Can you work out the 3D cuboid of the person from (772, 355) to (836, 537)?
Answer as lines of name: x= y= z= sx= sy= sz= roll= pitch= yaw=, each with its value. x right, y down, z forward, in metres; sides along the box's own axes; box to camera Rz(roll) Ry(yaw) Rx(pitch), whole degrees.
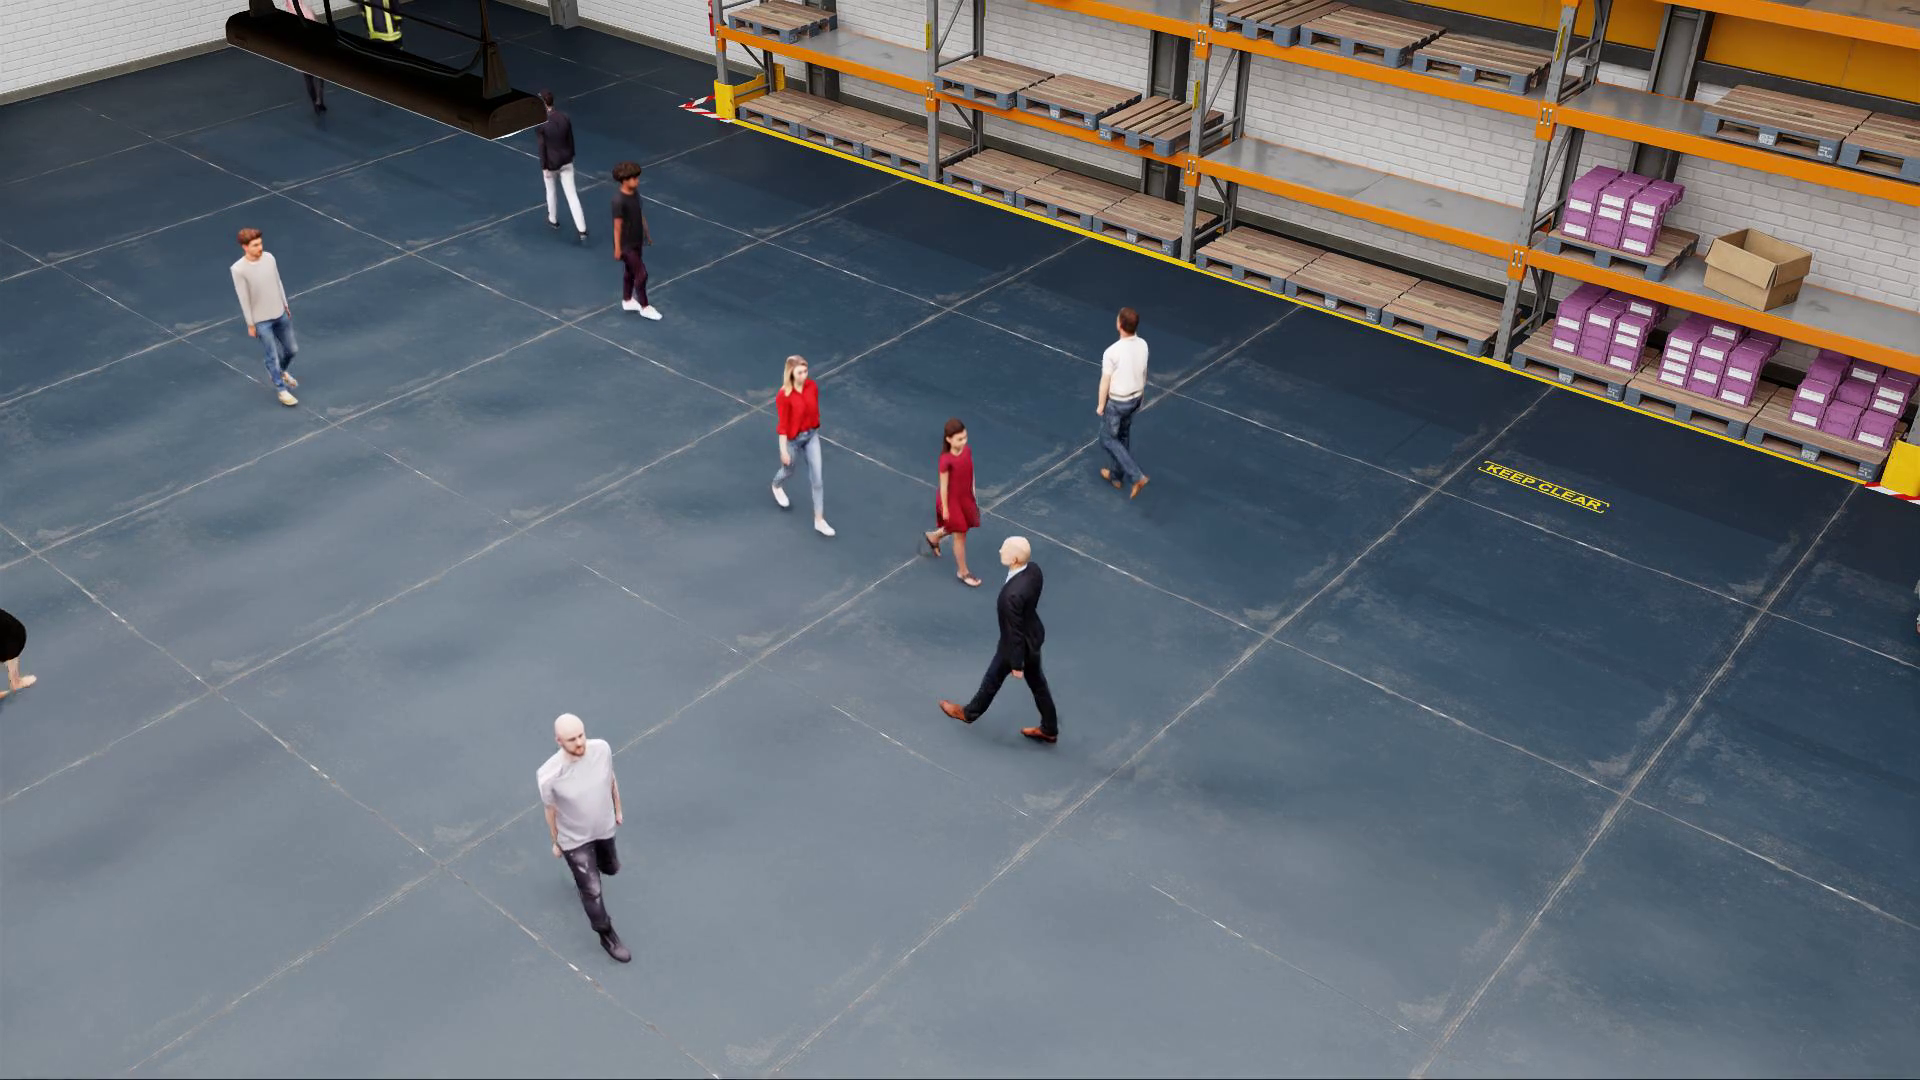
person: x=-1.468 y=-0.888 z=14.714 sx=0.770 sy=1.667 sz=1.175 roll=-24 pitch=41 yaw=-32

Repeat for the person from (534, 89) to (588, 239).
person: x=-4.774 y=-4.479 z=19.995 sx=0.882 sy=1.803 sz=1.265 roll=-21 pitch=39 yaw=-29

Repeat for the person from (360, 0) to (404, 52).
person: x=-8.614 y=-7.698 z=24.739 sx=0.890 sy=1.913 sz=0.947 roll=-3 pitch=34 yaw=-4

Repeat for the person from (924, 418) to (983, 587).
person: x=-0.072 y=-0.367 z=14.048 sx=0.893 sy=1.539 sz=0.586 roll=23 pitch=40 yaw=30

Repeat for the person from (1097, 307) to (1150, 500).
person: x=1.517 y=-1.199 z=15.030 sx=0.814 sy=1.836 sz=1.046 roll=-22 pitch=39 yaw=-29

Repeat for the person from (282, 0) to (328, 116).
person: x=-9.304 y=-6.920 z=23.677 sx=0.803 sy=1.792 sz=0.854 roll=-9 pitch=35 yaw=-14

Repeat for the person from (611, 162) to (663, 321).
person: x=-3.705 y=-3.306 z=18.271 sx=0.918 sy=1.757 sz=0.819 roll=9 pitch=35 yaw=14

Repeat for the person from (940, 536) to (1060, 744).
person: x=0.509 y=0.774 z=12.130 sx=1.244 sy=1.761 sz=0.947 roll=13 pitch=36 yaw=19

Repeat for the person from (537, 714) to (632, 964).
person: x=-2.401 y=1.801 z=10.540 sx=0.764 sy=1.810 sz=1.112 roll=-26 pitch=42 yaw=-34

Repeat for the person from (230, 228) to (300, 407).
person: x=-6.955 y=-2.249 z=16.562 sx=0.704 sy=1.889 sz=0.707 roll=22 pitch=39 yaw=29
